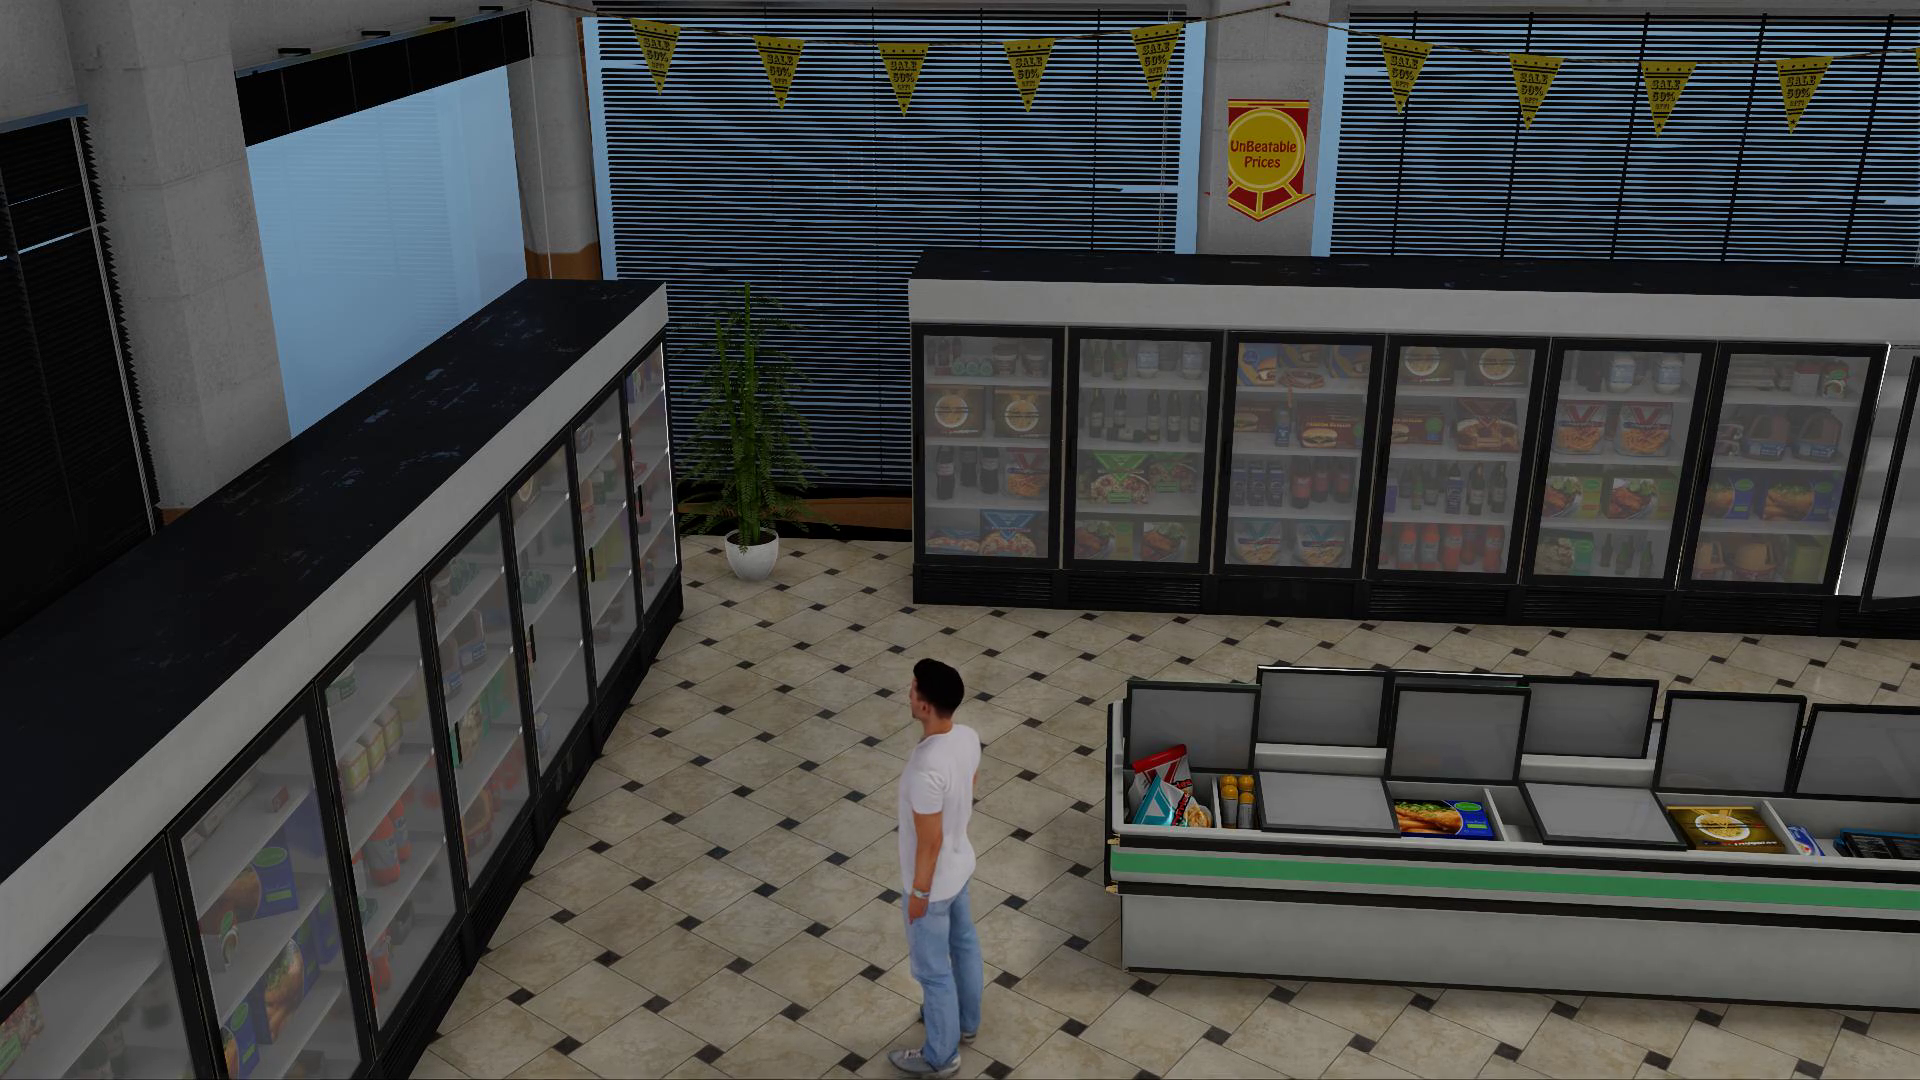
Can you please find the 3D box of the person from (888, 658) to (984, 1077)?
[{"bbox_3d":[-0.086,1.345,6.836,0.686,1.864,0.742,10,24,23],"label":"person"}]
